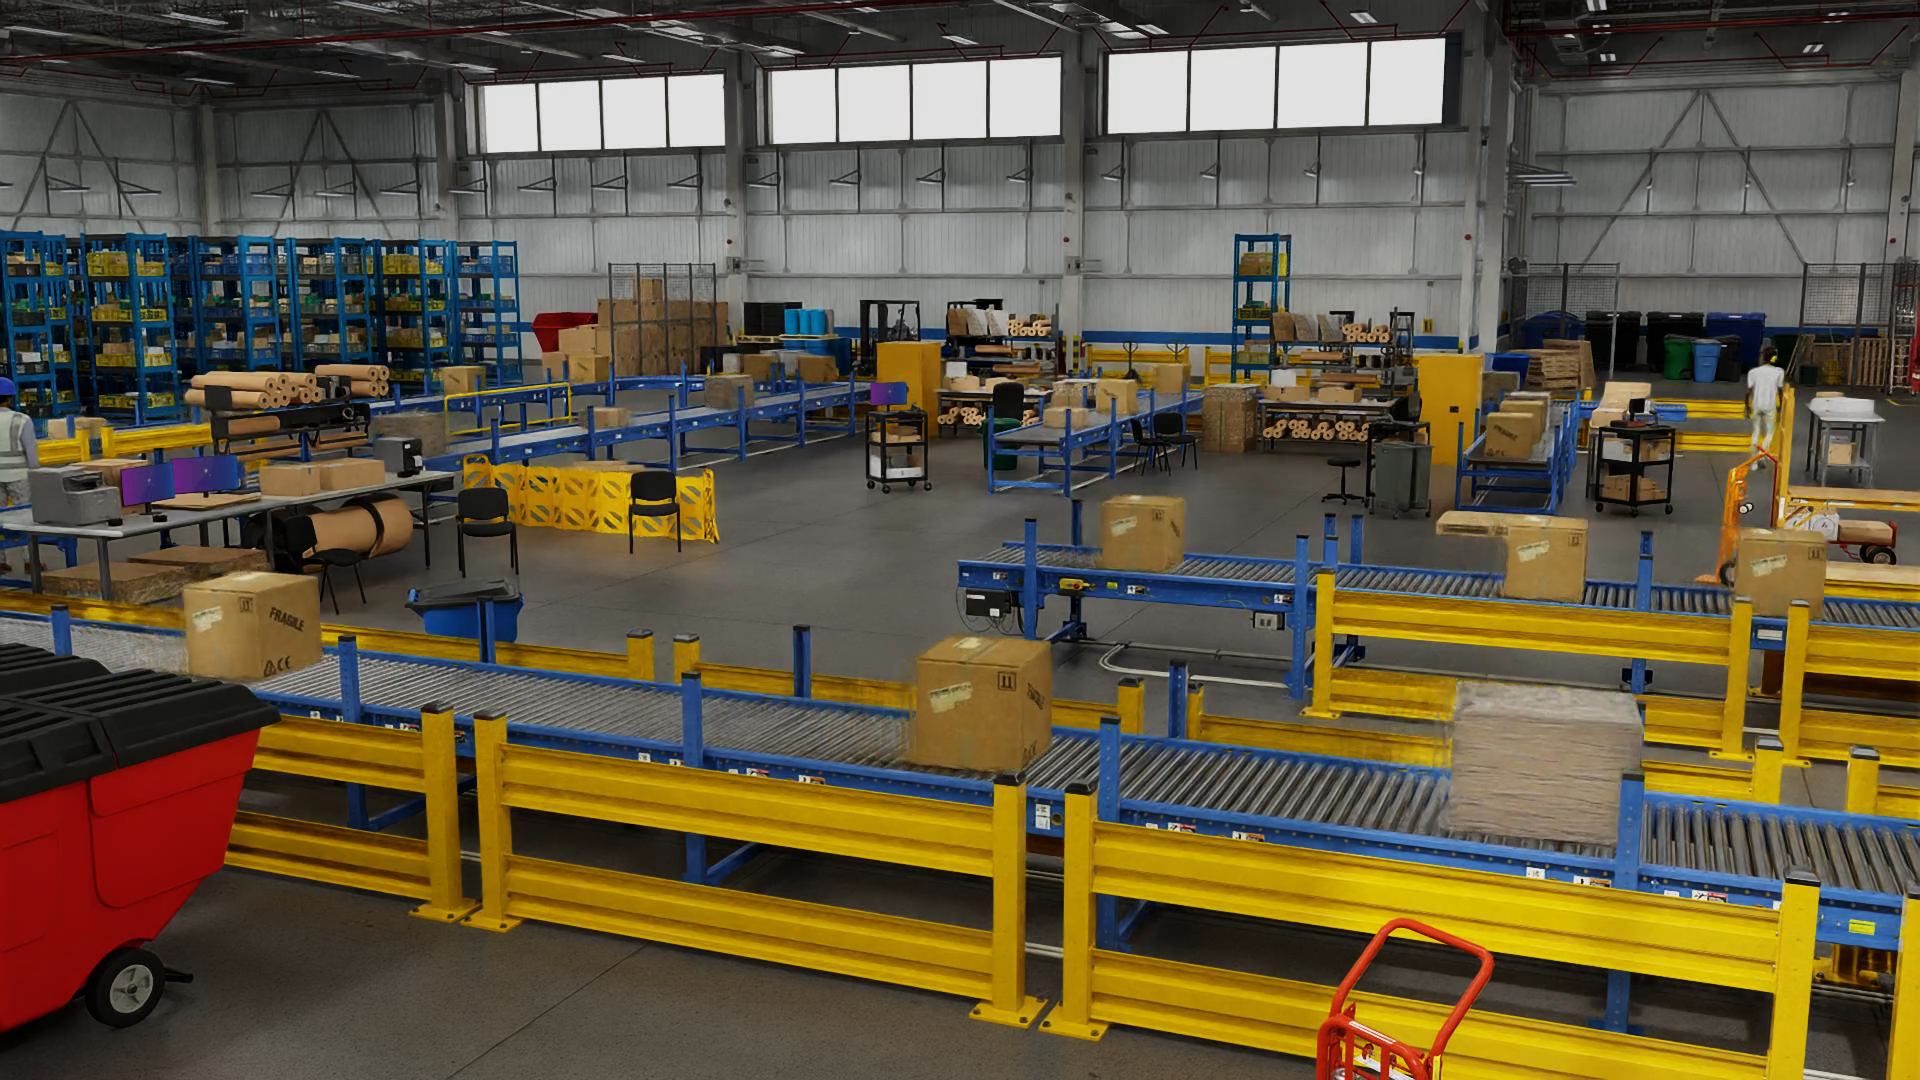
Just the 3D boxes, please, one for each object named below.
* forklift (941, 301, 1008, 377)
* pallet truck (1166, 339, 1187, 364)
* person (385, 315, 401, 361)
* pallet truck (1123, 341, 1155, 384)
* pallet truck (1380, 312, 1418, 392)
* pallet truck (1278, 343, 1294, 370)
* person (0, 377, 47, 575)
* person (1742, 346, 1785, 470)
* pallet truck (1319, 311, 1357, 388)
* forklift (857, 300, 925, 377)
[{"bbox_3d":[0.365,-4.966,41.571,1.157,1.987,2.680,3,10,20],"label":"forklift"},{"bbox_3d":[5.418,-4.269,40.420,0.704,1.261,1.522,3,10,20],"label":"pallet truck"},{"bbox_3d":[-16.246,-5.831,47.778,0.622,1.990,0.397,6,11,33],"label":"person"},{"bbox_3d":[4.445,-4.380,41.279,0.680,1.201,1.601,4,10,22],"label":"pallet truck"},{"bbox_3d":[10.207,-4.283,38.369,0.823,1.965,1.885,3,10,20],"label":"pallet truck"},{"bbox_3d":[7.886,-4.163,39.743,0.653,1.274,1.630,4,10,22],"label":"pallet truck"},{"bbox_3d":[-9.357,-0.624,16.344,0.608,1.946,0.406,-1,9,-6],"label":"person"},{"bbox_3d":[11.925,-1.947,24.674,0.586,1.844,0.416,7,12,37],"label":"person"},{"bbox_3d":[9.071,-4.419,39.190,0.823,1.965,1.885,5,10,26],"label":"pallet truck"},{"bbox_3d":[-1.732,-5.109,42.468,1.157,1.987,2.680,4,10,22],"label":"forklift"}]
